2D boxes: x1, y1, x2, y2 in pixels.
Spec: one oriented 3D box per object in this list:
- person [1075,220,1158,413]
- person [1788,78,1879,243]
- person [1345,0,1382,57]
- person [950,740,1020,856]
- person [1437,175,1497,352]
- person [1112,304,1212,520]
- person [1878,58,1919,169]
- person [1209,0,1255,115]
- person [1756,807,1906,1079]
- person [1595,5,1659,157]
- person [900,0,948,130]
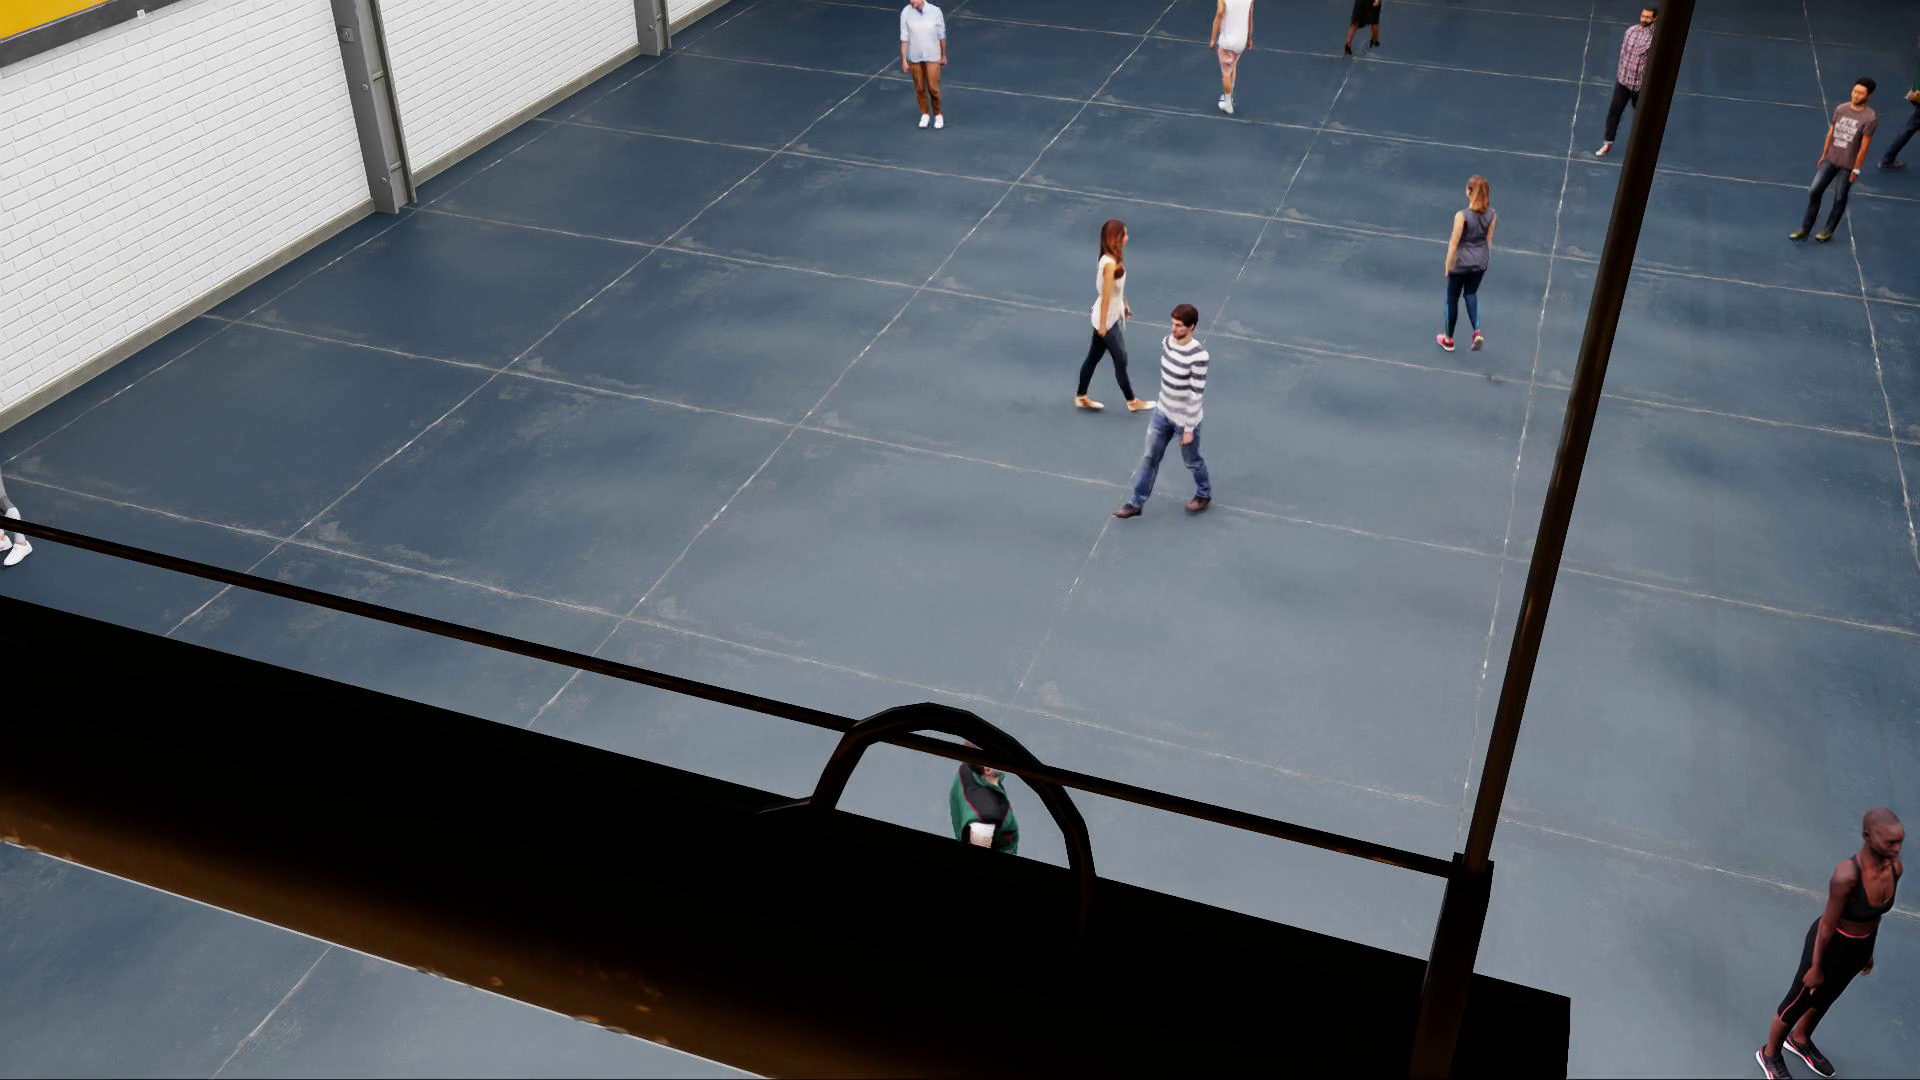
[{"bbox_3d":[1.166,-1.892,14.242,0.832,1.760,0.960,4,34,5],"label":"person"},{"bbox_3d":[9.258,-3.964,17.353,0.971,1.767,0.889,-21,39,-29],"label":"person"},{"bbox_3d":[5.494,-7.381,22.637,0.854,1.608,1.093,29,43,36],"label":"person"},{"bbox_3d":[0.054,1.738,8.737,1.108,1.808,1.153,-8,34,-11],"label":"person"},{"bbox_3d":[4.656,-2.454,15.130,0.825,1.712,0.953,-6,34,-9],"label":"person"},{"bbox_3d":[1.758,-0.975,12.816,1.208,1.811,1.059,-21,39,-29],"label":"person"},{"bbox_3d":[11.009,-5.072,19.025,1.094,1.762,1.204,-4,34,-6],"label":"person"},{"bbox_3d":[3.421,-6.190,20.698,0.848,1.772,0.904,-10,35,-15],"label":"person"},{"bbox_3d":[4.395,2.031,8.342,0.659,1.758,0.717,-14,36,-20],"label":"person"},{"bbox_3d":[7.976,-5.426,19.569,1.249,1.748,1.051,-26,42,-34],"label":"person"},{"bbox_3d":[-0.402,-5.897,20.245,0.768,1.786,0.759,-2,34,-3],"label":"person"}]
